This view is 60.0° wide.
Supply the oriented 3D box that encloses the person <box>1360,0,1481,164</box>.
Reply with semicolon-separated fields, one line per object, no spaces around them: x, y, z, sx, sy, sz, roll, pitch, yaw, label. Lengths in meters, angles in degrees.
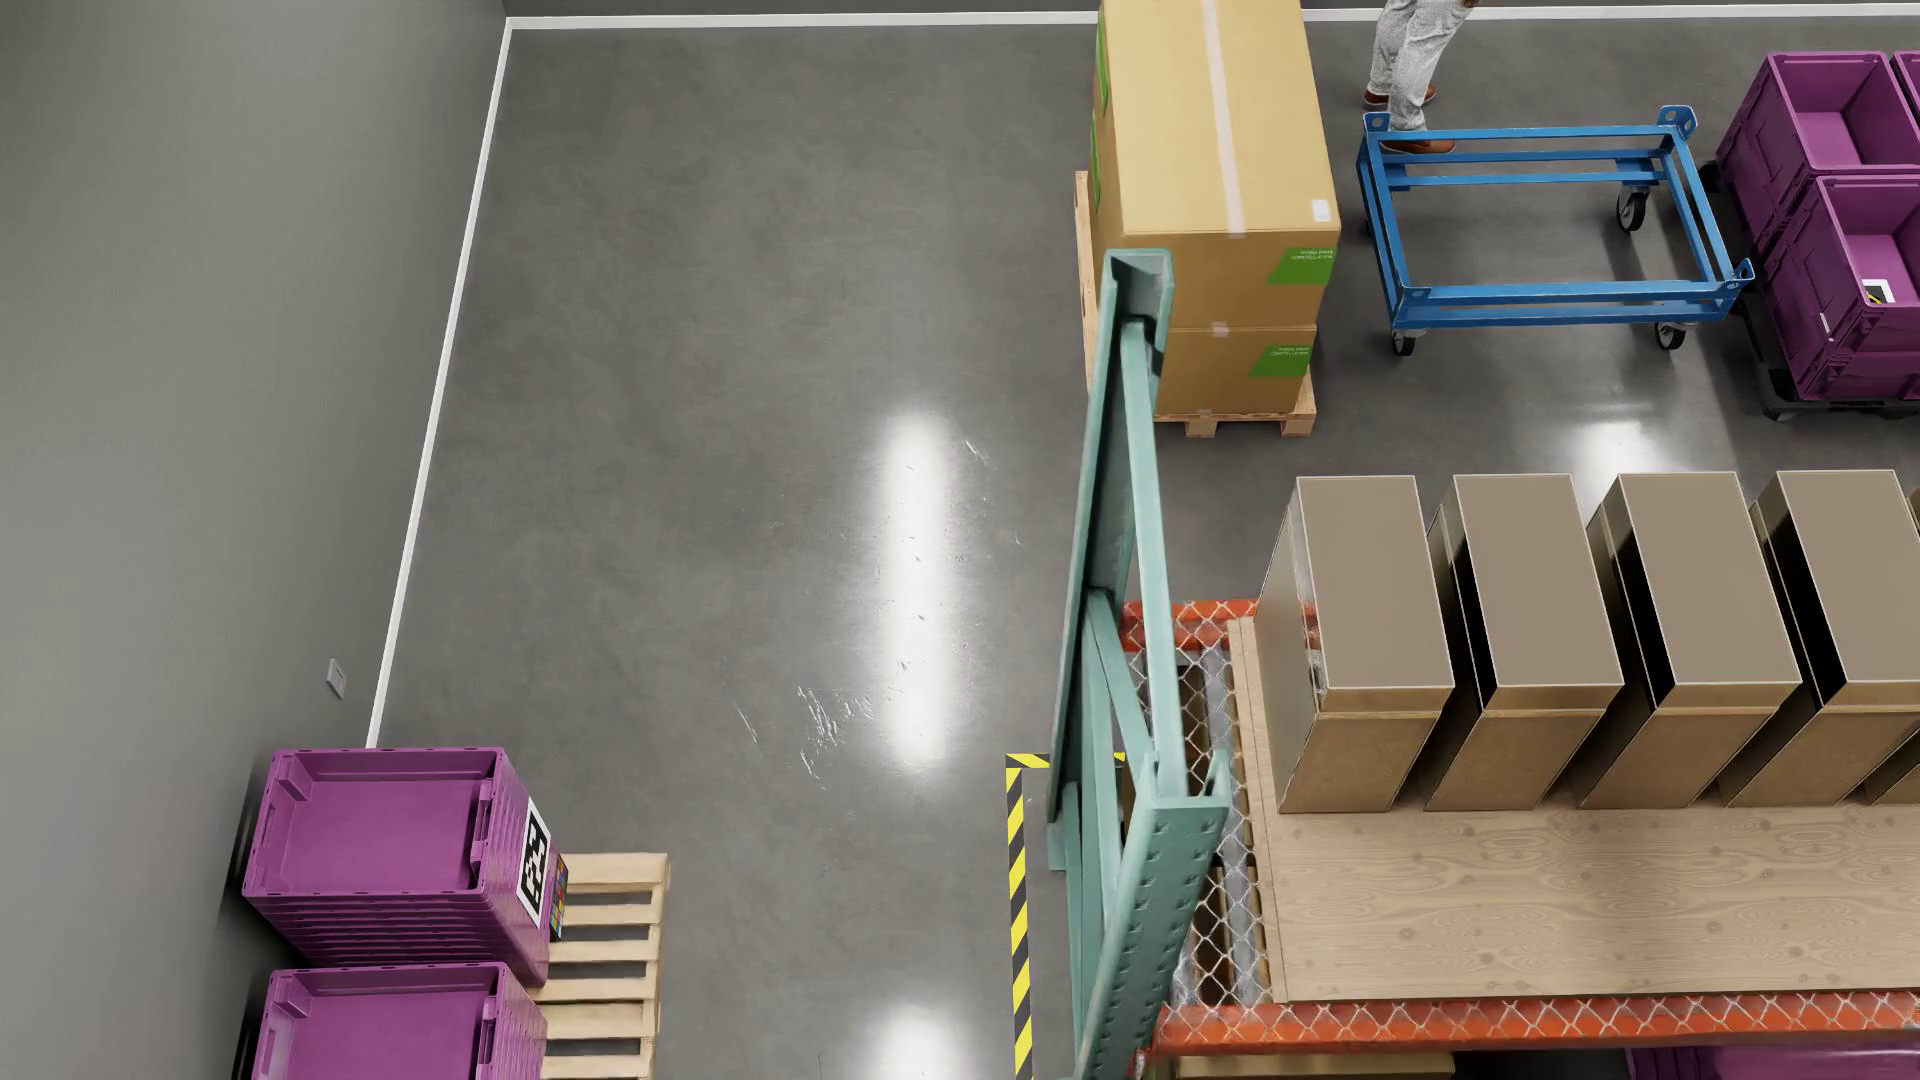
1.822;-2.246;6.079;0.369;1.940;0.627;-2;58;-1;person
